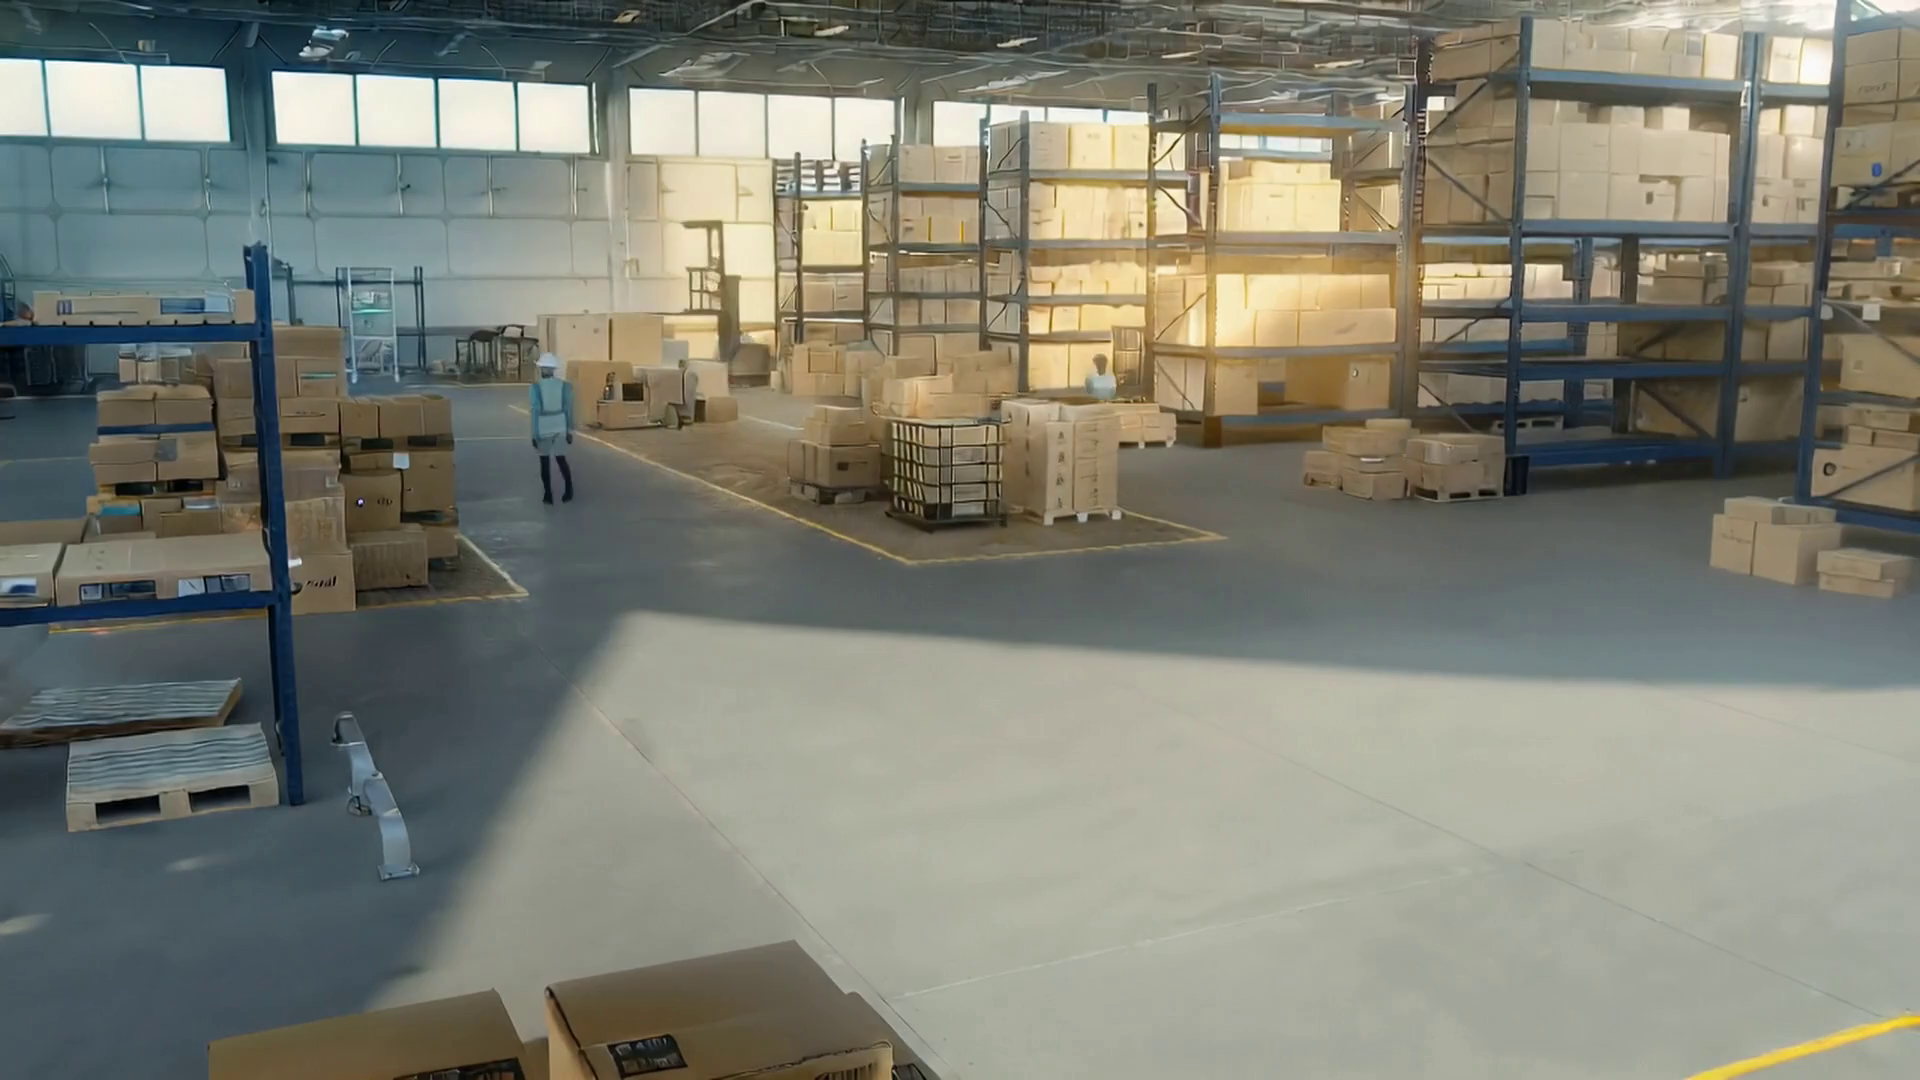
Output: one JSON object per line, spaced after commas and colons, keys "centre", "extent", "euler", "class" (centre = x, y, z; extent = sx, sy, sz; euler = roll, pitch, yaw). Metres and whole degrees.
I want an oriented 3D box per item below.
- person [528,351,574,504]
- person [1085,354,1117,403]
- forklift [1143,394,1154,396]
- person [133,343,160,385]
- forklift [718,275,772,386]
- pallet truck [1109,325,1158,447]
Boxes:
{"centre": [-5.032, -1.364, 20.534], "extent": [0.548, 1.920, 0.671], "euler": [-5, 11, -30], "class": "person"}
{"centre": [2.083, -1.964, 24.982], "extent": [0.534, 1.684, 0.600], "euler": [-4, 10, -26], "class": "person"}
{"centre": [4.608, -4.669, 38.053], "extent": [1.129, 2.768, 1.873], "euler": [-4, 10, -25], "class": "forklift"}
{"centre": [-15.605, -3.206, 31.961], "extent": [0.595, 1.917, 0.380], "euler": [3, 10, 21], "class": "person"}
{"centre": [-5.788, -5.273, 41.803], "extent": [1.873, 2.768, 1.129], "euler": [-4, 10, -25], "class": "forklift"}
{"centre": [2.881, -2.596, 27.923], "extent": [0.823, 1.965, 1.885], "euler": [-1, 9, -7], "class": "pallet truck"}
